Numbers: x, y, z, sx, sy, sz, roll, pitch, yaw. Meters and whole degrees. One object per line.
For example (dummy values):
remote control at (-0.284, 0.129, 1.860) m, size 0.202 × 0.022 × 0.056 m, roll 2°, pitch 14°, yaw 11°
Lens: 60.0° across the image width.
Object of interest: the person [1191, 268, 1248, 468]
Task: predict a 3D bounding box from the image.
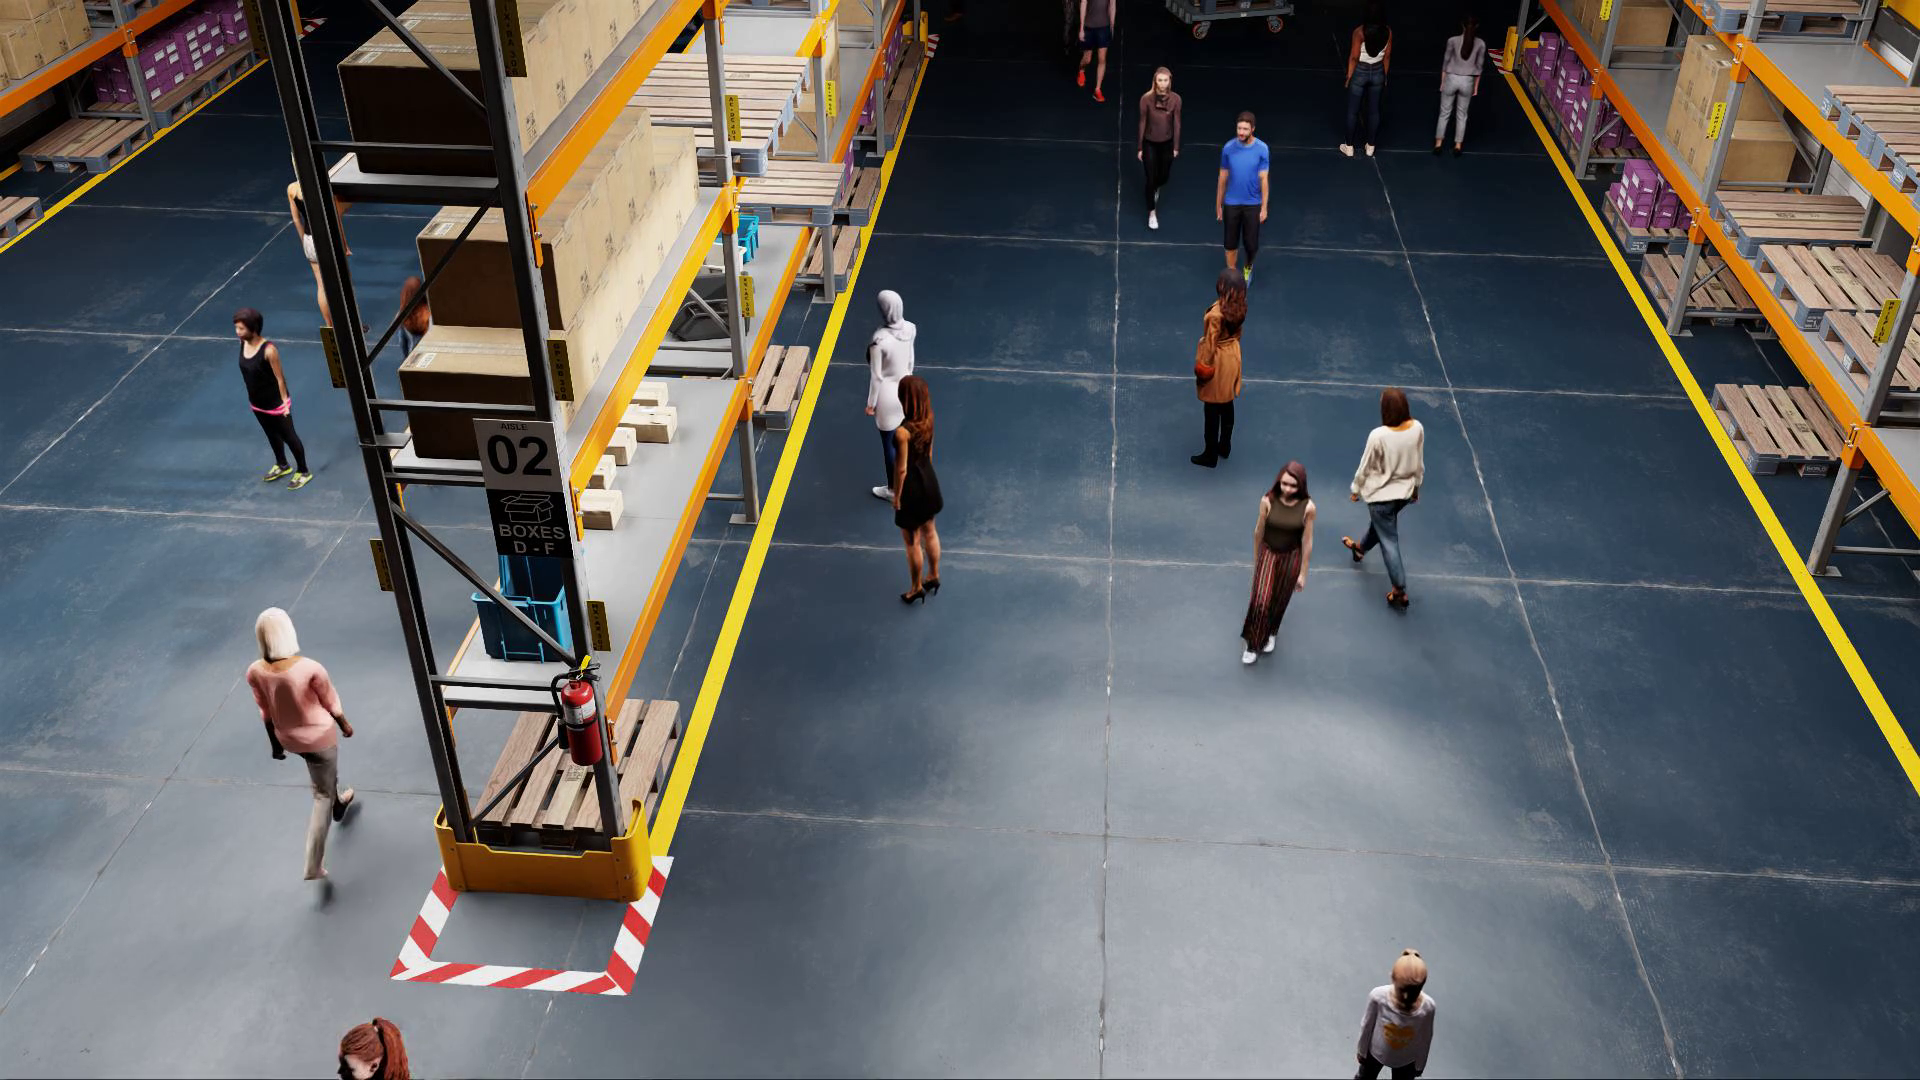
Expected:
person at (2.100, -1.393, 13.400) m, size 0.839 × 1.720 × 0.748 m, roll 27°, pitch 42°, yaw 34°

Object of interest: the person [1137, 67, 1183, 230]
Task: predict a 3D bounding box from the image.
person at (2.091, -4.197, 17.648) m, size 0.674 × 1.688 × 0.965 m, roll -1°, pitch 34°, yaw -1°

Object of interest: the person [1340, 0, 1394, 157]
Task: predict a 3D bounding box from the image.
person at (4.722, -5.358, 19.286) m, size 0.671 × 1.808 × 0.631 m, roll -1°, pitch 34°, yaw -2°

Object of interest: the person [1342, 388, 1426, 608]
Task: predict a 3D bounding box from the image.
person at (3.083, -0.263, 11.777) m, size 0.953 × 1.634 × 1.179 m, roll -11°, pitch 35°, yaw -16°

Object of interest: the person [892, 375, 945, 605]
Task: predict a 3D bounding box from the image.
person at (-0.302, -0.340, 11.711) m, size 0.727 × 1.836 × 0.618 m, roll 21°, pitch 39°, yaw 28°

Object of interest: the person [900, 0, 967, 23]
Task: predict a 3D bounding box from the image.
person at (-0.296, -8.217, 23.666) m, size 0.945 × 1.720 × 1.172 m, roll -6°, pitch 34°, yaw -9°

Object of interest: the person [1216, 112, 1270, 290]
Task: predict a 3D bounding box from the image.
person at (2.767, -3.292, 16.134) m, size 0.741 × 1.855 × 0.787 m, roll 12°, pitch 36°, yaw 18°

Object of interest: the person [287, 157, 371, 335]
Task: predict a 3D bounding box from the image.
person at (-5.860, -2.731, 15.296) m, size 0.635 × 1.849 × 0.556 m, roll 6°, pitch 34°, yaw 9°

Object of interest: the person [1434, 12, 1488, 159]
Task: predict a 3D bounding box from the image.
person at (5.774, -5.253, 19.249) m, size 0.642 × 1.674 × 0.612 m, roll 8°, pitch 34°, yaw 12°

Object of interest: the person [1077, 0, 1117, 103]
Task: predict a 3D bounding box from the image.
person at (1.689, -6.485, 20.958) m, size 0.839 × 1.834 × 1.014 m, roll -8°, pitch 34°, yaw -12°

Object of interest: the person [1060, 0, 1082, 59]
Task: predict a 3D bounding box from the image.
person at (1.463, -7.385, 22.429) m, size 0.745 × 1.704 × 0.806 m, roll -19°, pitch 38°, yaw -26°

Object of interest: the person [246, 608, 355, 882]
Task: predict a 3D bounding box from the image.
person at (-3.769, 1.188, 9.547) m, size 0.603 × 1.688 × 1.102 m, roll 2°, pitch 34°, yaw 3°

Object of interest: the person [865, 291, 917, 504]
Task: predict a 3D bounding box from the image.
person at (-0.512, -1.117, 12.933) m, size 0.747 × 1.777 × 0.668 m, roll 29°, pitch 43°, yaw 36°

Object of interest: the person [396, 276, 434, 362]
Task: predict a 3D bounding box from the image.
person at (-4.403, -1.434, 13.711) m, size 0.706 × 1.445 × 1.021 m, roll -3°, pitch 34°, yaw -4°

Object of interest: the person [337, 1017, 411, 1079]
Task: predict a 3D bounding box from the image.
person at (-2.358, 2.682, 7.283) m, size 1.206 × 1.705 × 1.148 m, roll -25°, pitch 41°, yaw -32°

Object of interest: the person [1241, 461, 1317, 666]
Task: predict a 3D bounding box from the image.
person at (2.199, 0.092, 11.323) m, size 0.620 × 1.546 × 0.724 m, roll 10°, pitch 35°, yaw 14°

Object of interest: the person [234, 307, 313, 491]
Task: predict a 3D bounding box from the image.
person at (-5.467, -1.141, 13.172) m, size 0.618 × 1.552 × 0.627 m, roll 18°, pitch 38°, yaw 25°

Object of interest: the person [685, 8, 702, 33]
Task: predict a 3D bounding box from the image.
person at (-3.848, -8.074, 23.277) m, size 0.792 × 1.913 × 0.817 m, roll 8°, pitch 35°, yaw 13°

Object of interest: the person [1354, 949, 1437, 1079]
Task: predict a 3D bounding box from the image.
person at (2.082, 2.452, 8.017) m, size 0.508 × 1.275 × 0.514 m, roll 8°, pitch 34°, yaw 11°
